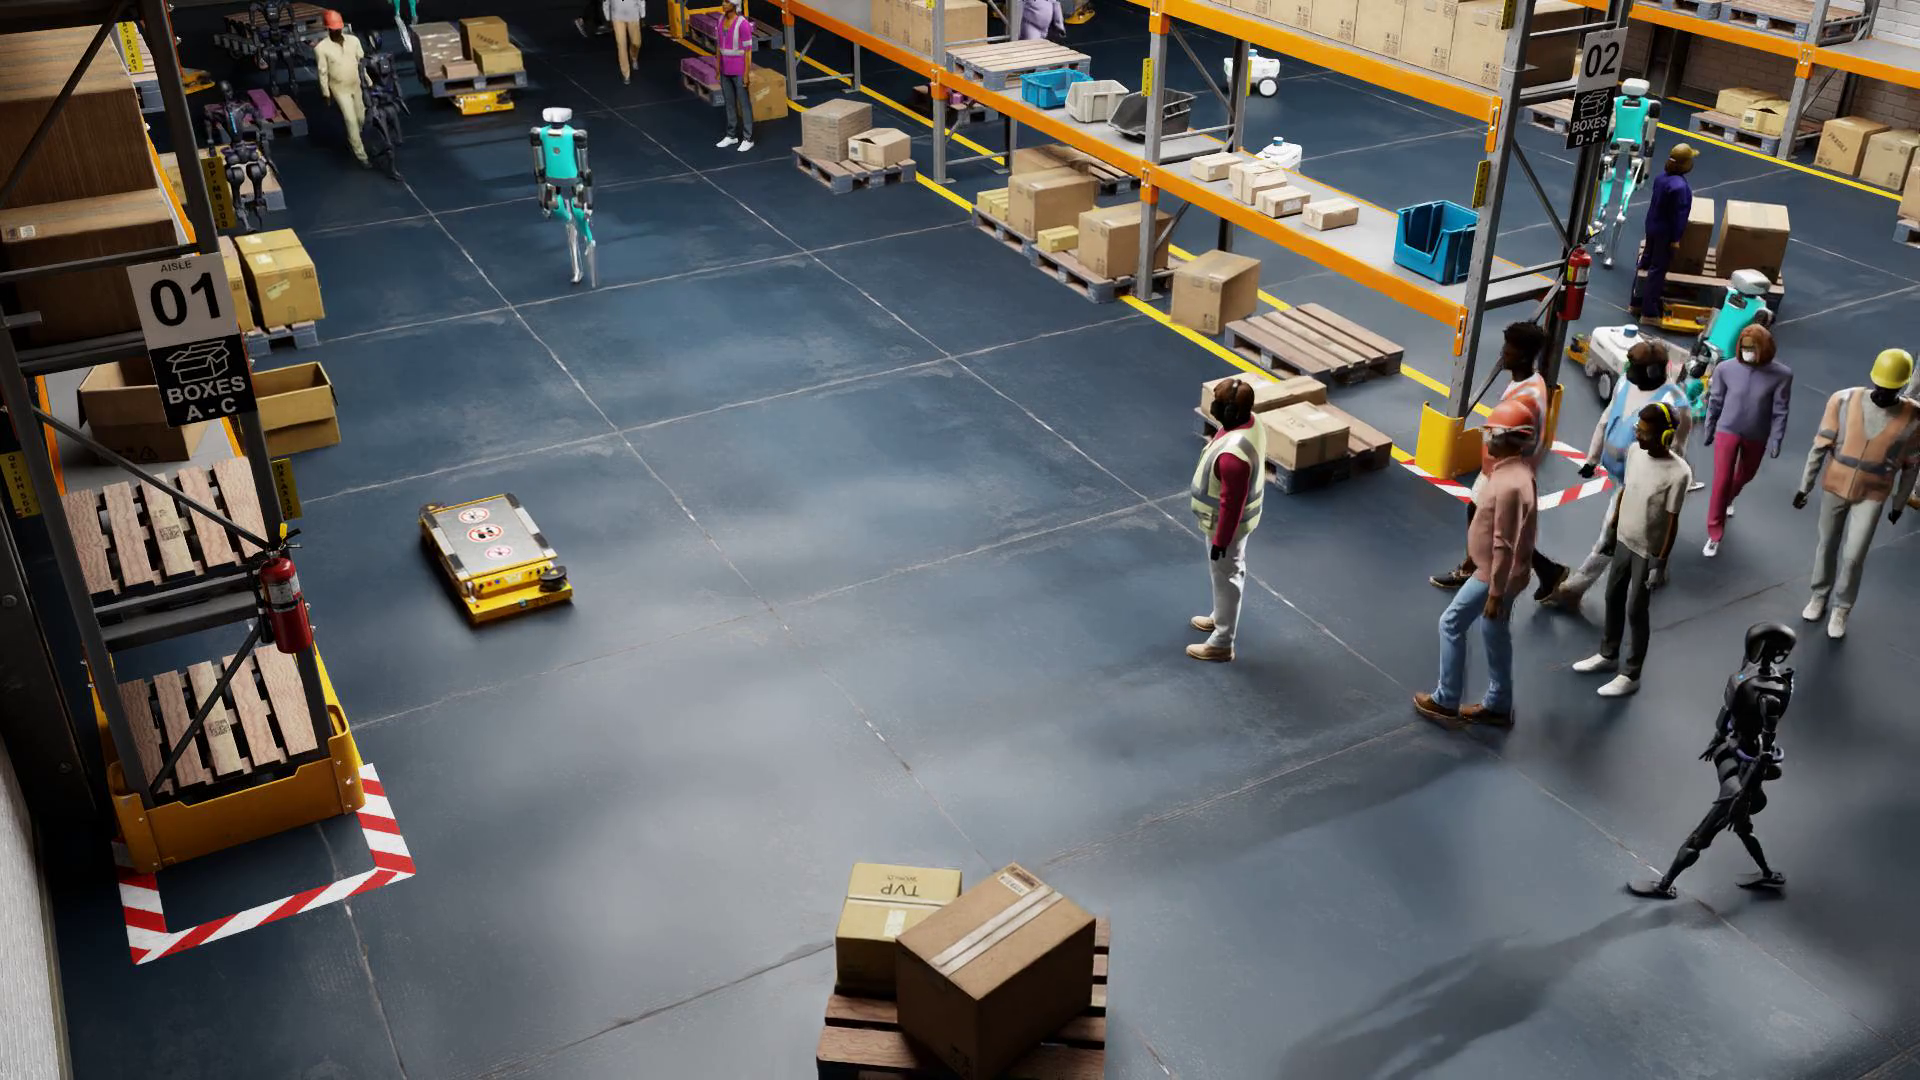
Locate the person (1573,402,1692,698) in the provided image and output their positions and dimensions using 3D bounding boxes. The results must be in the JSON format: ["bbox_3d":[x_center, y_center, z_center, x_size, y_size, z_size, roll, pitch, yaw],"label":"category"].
[{"bbox_3d":[3.952,0.050,9.735,0.346,1.856,0.521,-9,31,-16],"label":"person"}]

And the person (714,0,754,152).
[{"bbox_3d":[-2.637,-5.463,19.337,0.509,1.845,0.341,19,35,30],"label":"person"}]

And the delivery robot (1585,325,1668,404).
[{"bbox_3d":[5.473,-1.465,13.682,0.499,0.602,0.801,-2,30,-4],"label":"delivery robot"}]

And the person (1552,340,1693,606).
[{"bbox_3d":[4.287,-0.432,10.642,0.992,1.781,0.640,-8,31,-13],"label":"person"}]

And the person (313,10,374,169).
[{"bbox_3d":[-6.966,-5.154,18.910,0.733,1.723,0.568,25,38,36],"label":"person"}]

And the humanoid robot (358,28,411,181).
[{"bbox_3d":[-6.444,-4.827,18.401,0.527,1.638,0.605,14,33,22],"label":"humanoid robot"}]

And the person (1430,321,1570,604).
[{"bbox_3d":[3.531,-0.459,10.534,0.747,1.933,0.606,7,31,11],"label":"person"}]

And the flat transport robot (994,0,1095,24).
[{"bbox_3d":[1.301,-8.134,25.569,1.431,0.231,0.659,10,31,17],"label":"flat transport robot"}]

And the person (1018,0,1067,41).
[{"bbox_3d":[1.013,-6.450,21.048,0.978,1.852,0.652,22,36,33],"label":"person"}]

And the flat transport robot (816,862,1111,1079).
[{"bbox_3d":[0.054,2.215,7.554,0.659,0.231,1.431,3,30,6],"label":"flat transport robot"}]

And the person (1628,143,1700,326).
[{"bbox_3d":[6.275,-2.727,14.791,0.331,1.624,0.464,-1,30,-2],"label":"person"}]

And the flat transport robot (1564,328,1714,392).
[{"bbox_3d":[5.815,-1.429,13.897,0.659,0.231,1.431,-14,33,-22],"label":"flat transport robot"}]

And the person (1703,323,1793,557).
[{"bbox_3d":[5.347,-0.742,11.382,0.510,1.603,0.801,10,31,17],"label":"person"}]

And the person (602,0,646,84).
[{"bbox_3d":[-4.474,-7.016,22.152,0.564,1.726,0.674,-7,31,-12],"label":"person"}]

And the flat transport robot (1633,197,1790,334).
[{"bbox_3d":[6.810,-2.215,15.265,0.659,0.231,1.431,11,32,18],"label":"flat transport robot"}]

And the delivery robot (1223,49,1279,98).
[{"bbox_3d":[3.833,-6.104,21.749,0.767,0.596,0.502,4,30,8],"label":"delivery robot"}]

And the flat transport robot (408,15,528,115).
[{"bbox_3d":[-6.267,-5.775,21.463,0.659,0.231,1.431,-14,33,-23],"label":"flat transport robot"}]

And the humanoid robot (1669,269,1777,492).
[{"bbox_3d":[5.116,-1.023,11.731,0.870,1.767,0.557,-8,31,-14],"label":"humanoid robot"}]

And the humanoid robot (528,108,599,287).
[{"bbox_3d":[-3.615,-3.166,15.544,0.542,1.880,0.727,2,30,4],"label":"humanoid robot"}]

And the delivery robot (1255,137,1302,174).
[{"bbox_3d":[3.470,-4.120,18.298,0.499,0.598,0.802,18,34,28],"label":"delivery robot"}]

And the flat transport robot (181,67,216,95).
[{"bbox_3d":[-10.632,-6.083,22.000,1.431,0.231,0.659,13,32,22],"label":"flat transport robot"}]

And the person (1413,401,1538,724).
[{"bbox_3d":[2.980,0.174,9.440,0.640,1.935,0.704,16,34,26],"label":"person"}]

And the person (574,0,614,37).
[{"bbox_3d":[-5.399,-8.230,24.261,0.659,1.734,0.755,-26,39,-37],"label":"person"}]

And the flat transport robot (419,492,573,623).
[{"bbox_3d":[-3.171,0.080,11.270,0.659,0.231,1.431,-16,33,-25],"label":"flat transport robot"}]

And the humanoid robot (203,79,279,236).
[{"bbox_3d":[-7.109,-3.741,16.513,0.615,1.636,0.493,-16,33,-25],"label":"humanoid robot"}]

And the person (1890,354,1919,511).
[{"bbox_3d":[6.922,-1.076,11.680,0.576,1.869,0.465,-14,33,-23],"label":"person"}]

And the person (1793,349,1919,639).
[{"bbox_3d":[5.511,-0.291,10.271,0.598,1.906,0.610,23,37,34],"label":"person"}]

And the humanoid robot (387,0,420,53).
[{"bbox_3d":[-7.879,-7.733,23.494,0.531,1.875,0.766,-10,31,-17],"label":"humanoid robot"}]

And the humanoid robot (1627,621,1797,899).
[{"bbox_3d":[3.824,1.093,8.144,0.794,1.623,0.608,4,30,7],"label":"humanoid robot"}]

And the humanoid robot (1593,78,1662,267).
[{"bbox_3d":[6.339,-3.488,16.031,0.551,1.780,0.881,13,32,22],"label":"humanoid robot"}]

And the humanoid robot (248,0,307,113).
[{"bbox_3d":[-8.455,-6.117,20.634,0.599,1.653,0.315,-16,33,-25],"label":"humanoid robot"}]

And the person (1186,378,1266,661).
[{"bbox_3d":[1.598,-0.121,10.043,0.431,1.844,0.623,8,31,14],"label":"person"}]
